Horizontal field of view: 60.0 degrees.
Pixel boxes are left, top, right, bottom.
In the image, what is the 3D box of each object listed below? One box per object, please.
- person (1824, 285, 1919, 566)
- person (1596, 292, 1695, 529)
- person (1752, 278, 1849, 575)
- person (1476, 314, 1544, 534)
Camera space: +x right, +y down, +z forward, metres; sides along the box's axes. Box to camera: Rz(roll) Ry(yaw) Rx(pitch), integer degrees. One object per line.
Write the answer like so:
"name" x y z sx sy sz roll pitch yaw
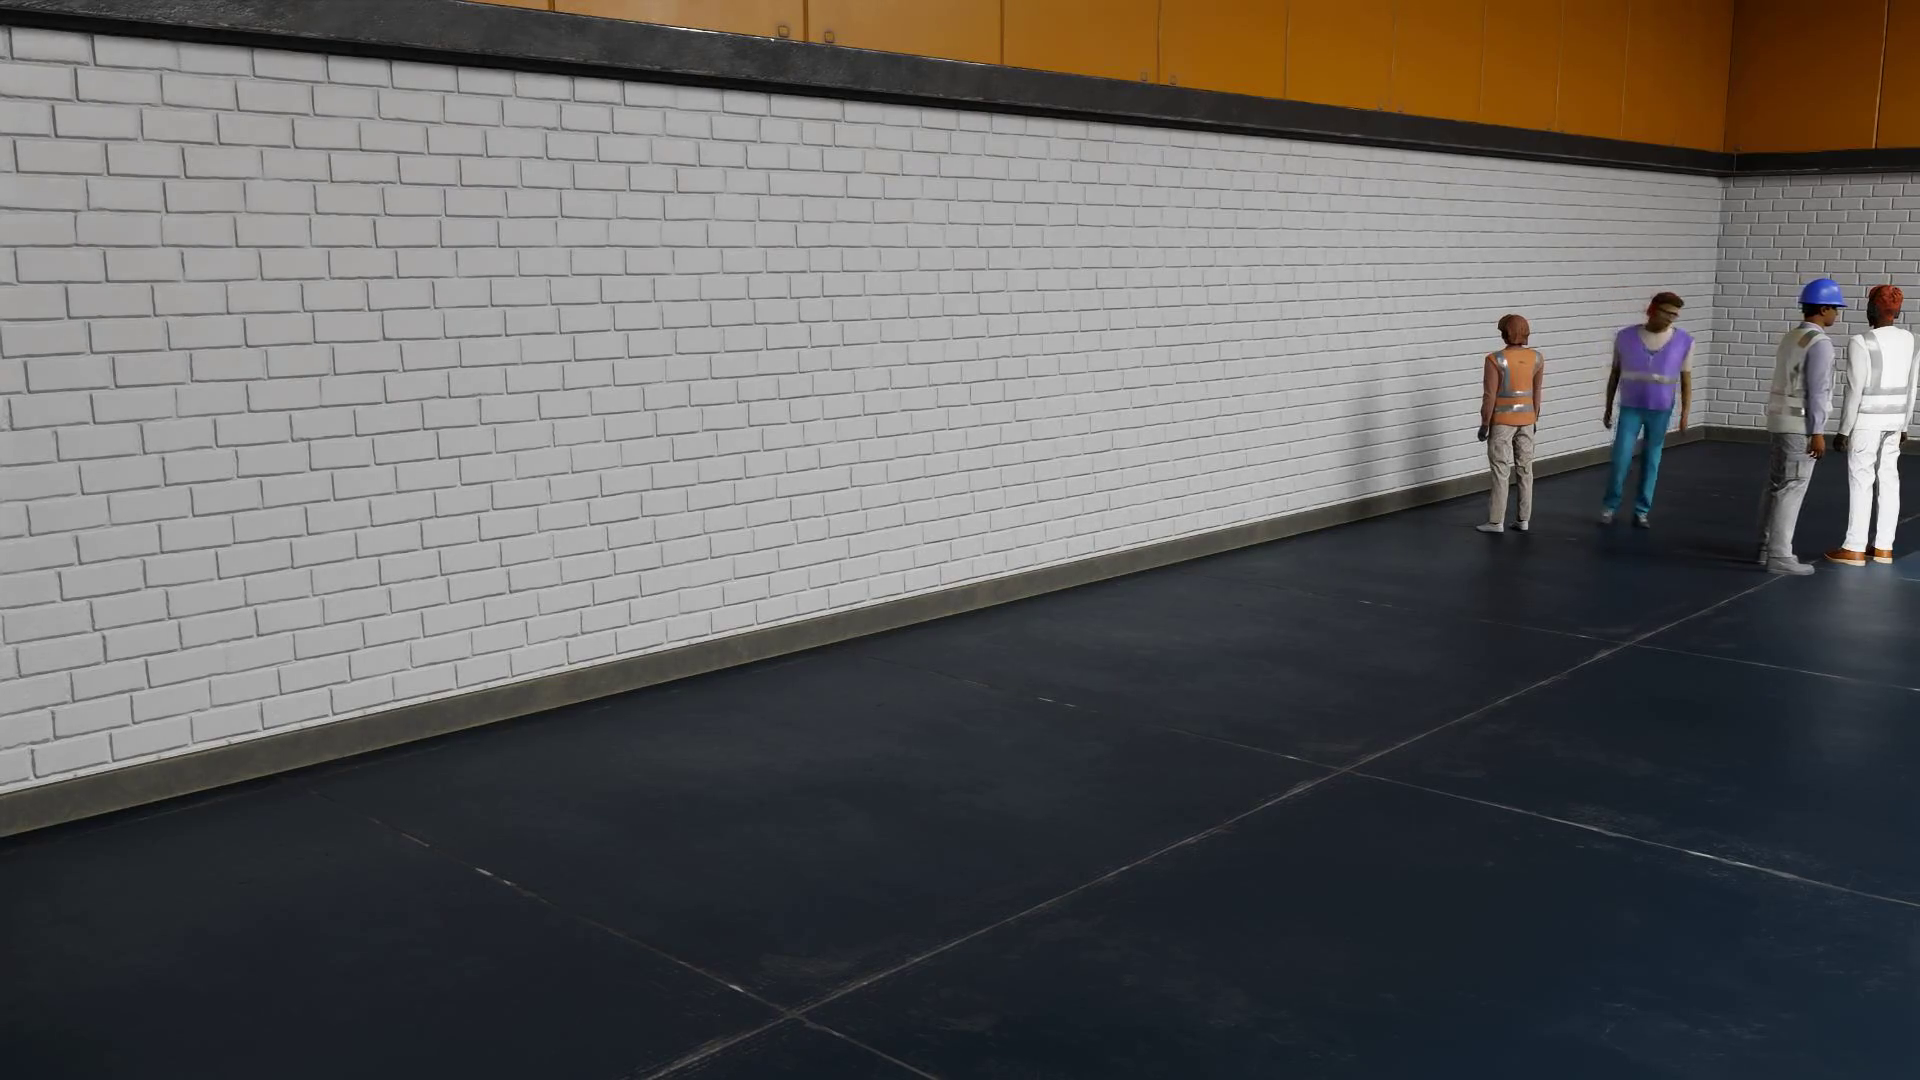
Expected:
"person" 6.145 -0.764 11.184 0.576 1.883 0.354 -3 10 -17
"person" 5.193 -0.969 12.559 0.594 1.804 0.476 4 11 22
"person" 5.544 -0.742 10.940 0.439 1.934 0.619 2 10 9
"person" 4.104 -0.858 12.407 0.511 1.640 0.308 -4 11 -19
